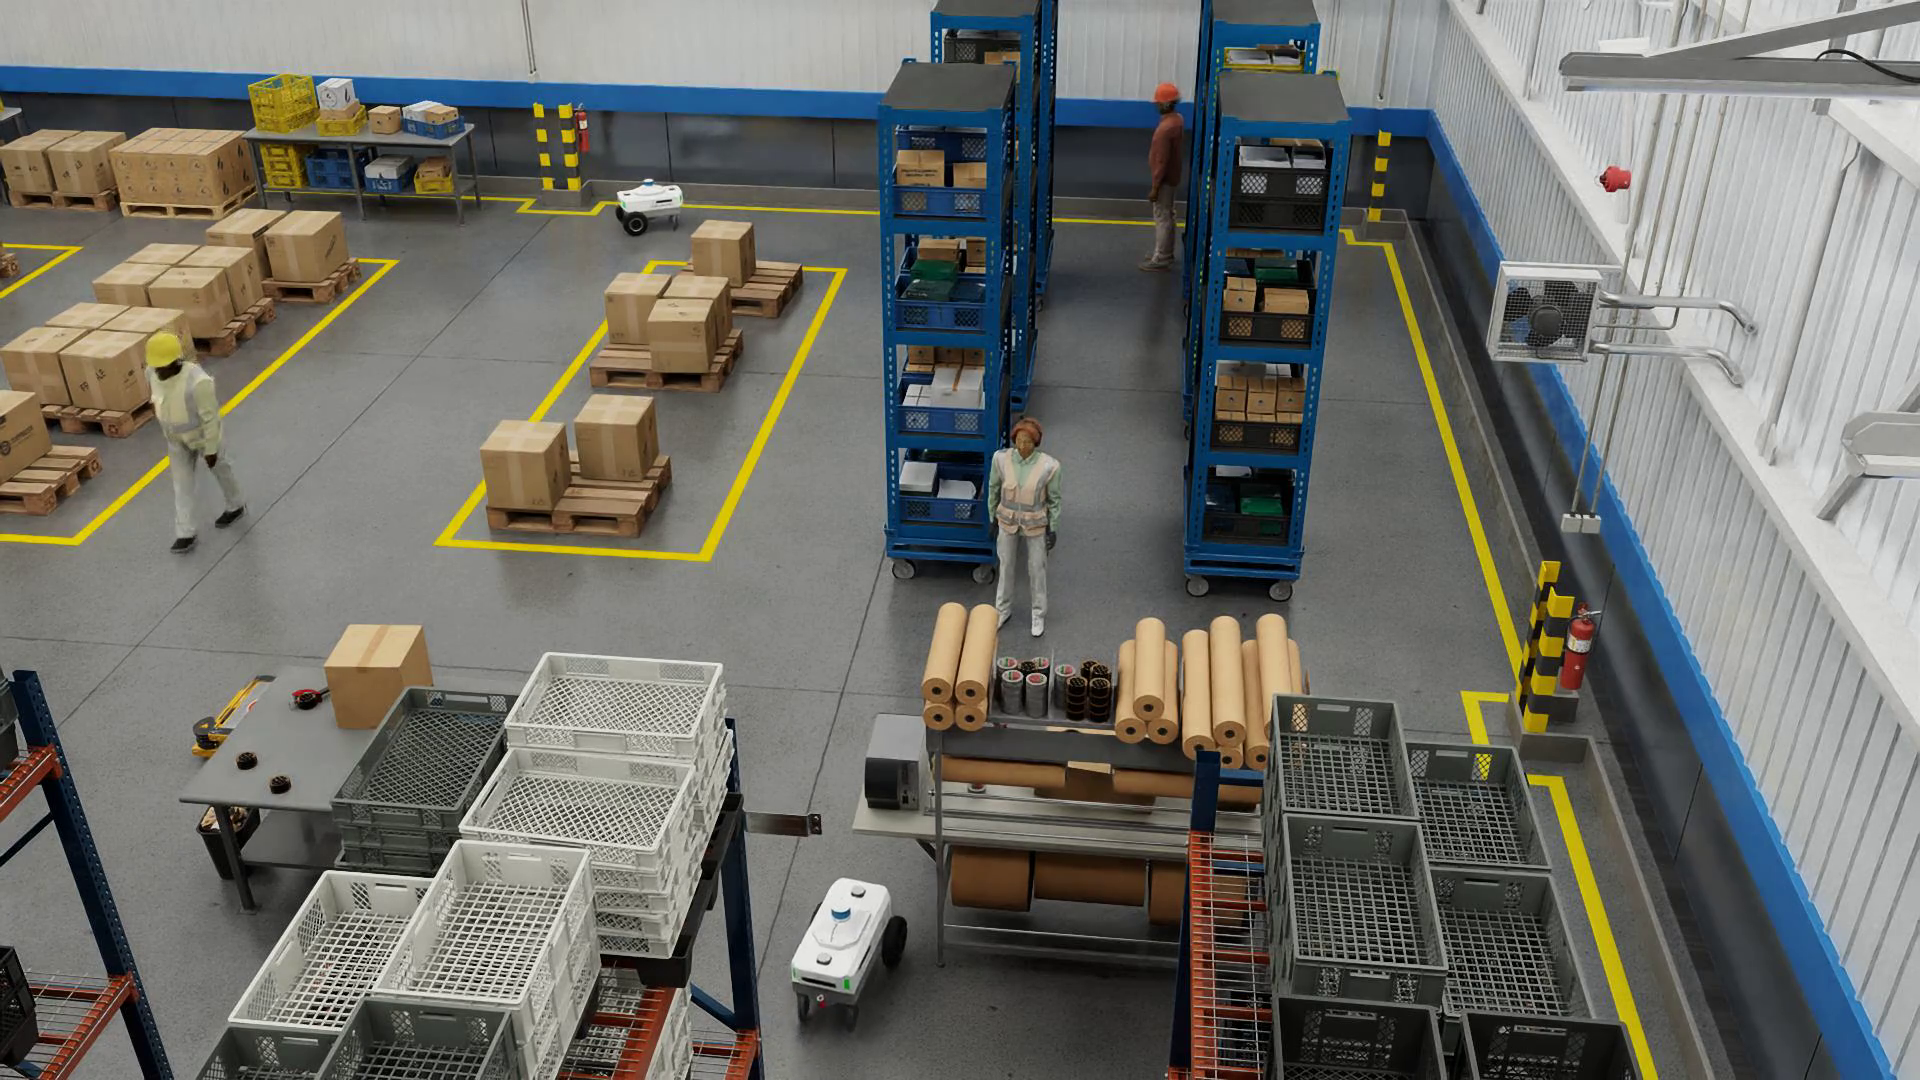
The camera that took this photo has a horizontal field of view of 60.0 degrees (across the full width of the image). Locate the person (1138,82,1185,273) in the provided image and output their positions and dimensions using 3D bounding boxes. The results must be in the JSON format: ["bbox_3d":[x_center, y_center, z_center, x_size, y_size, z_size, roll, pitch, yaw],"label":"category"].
[{"bbox_3d":[2.145,-3.804,17.504,0.394,1.982,0.632,13,33,21],"label":"person"}]

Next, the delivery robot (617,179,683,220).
[{"bbox_3d":[-3.520,-3.861,18.908,0.707,0.478,0.477,-12,32,-19],"label":"delivery robot"}]

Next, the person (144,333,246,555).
[{"bbox_3d":[-5.791,-0.762,12.480,0.597,1.763,0.908,6,31,11],"label":"person"}]

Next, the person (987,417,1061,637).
[{"bbox_3d":[0.436,-0.096,11.456,0.511,1.643,0.308,8,31,14],"label":"person"}]

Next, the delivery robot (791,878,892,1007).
[{"bbox_3d":[-0.615,2.089,8.687,0.477,0.478,0.707,8,31,14],"label":"delivery robot"}]
